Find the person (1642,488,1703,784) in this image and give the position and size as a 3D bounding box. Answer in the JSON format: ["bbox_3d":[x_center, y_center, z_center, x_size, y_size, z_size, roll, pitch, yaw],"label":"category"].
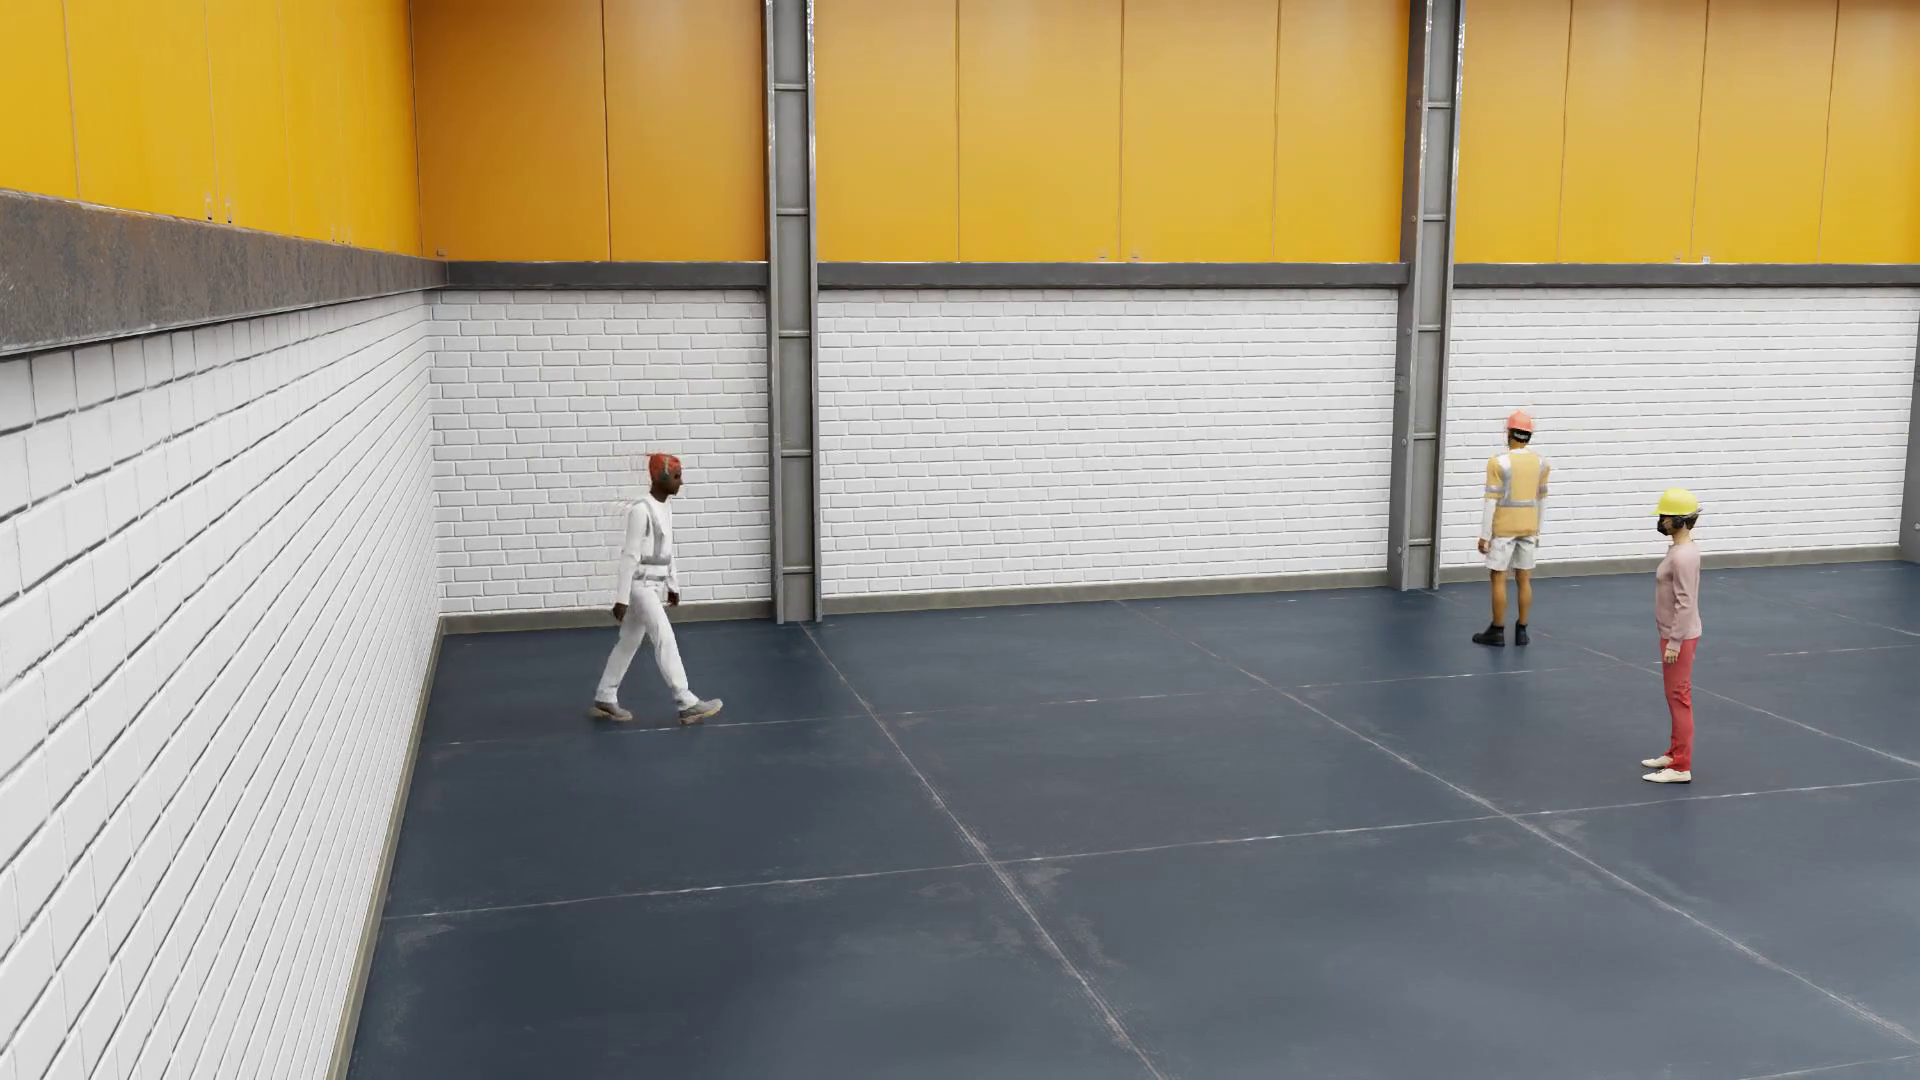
[{"bbox_3d":[4.247,0.569,9.927,0.326,1.767,0.533,4,10,23],"label":"person"}]

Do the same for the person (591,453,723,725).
[{"bbox_3d":[-2.072,0.332,11.166,0.985,1.828,0.609,0,9,3],"label":"person"}]

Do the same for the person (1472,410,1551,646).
[{"bbox_3d":[4.479,-0.081,13.520,0.604,1.917,0.372,-2,9,-13],"label":"person"}]
